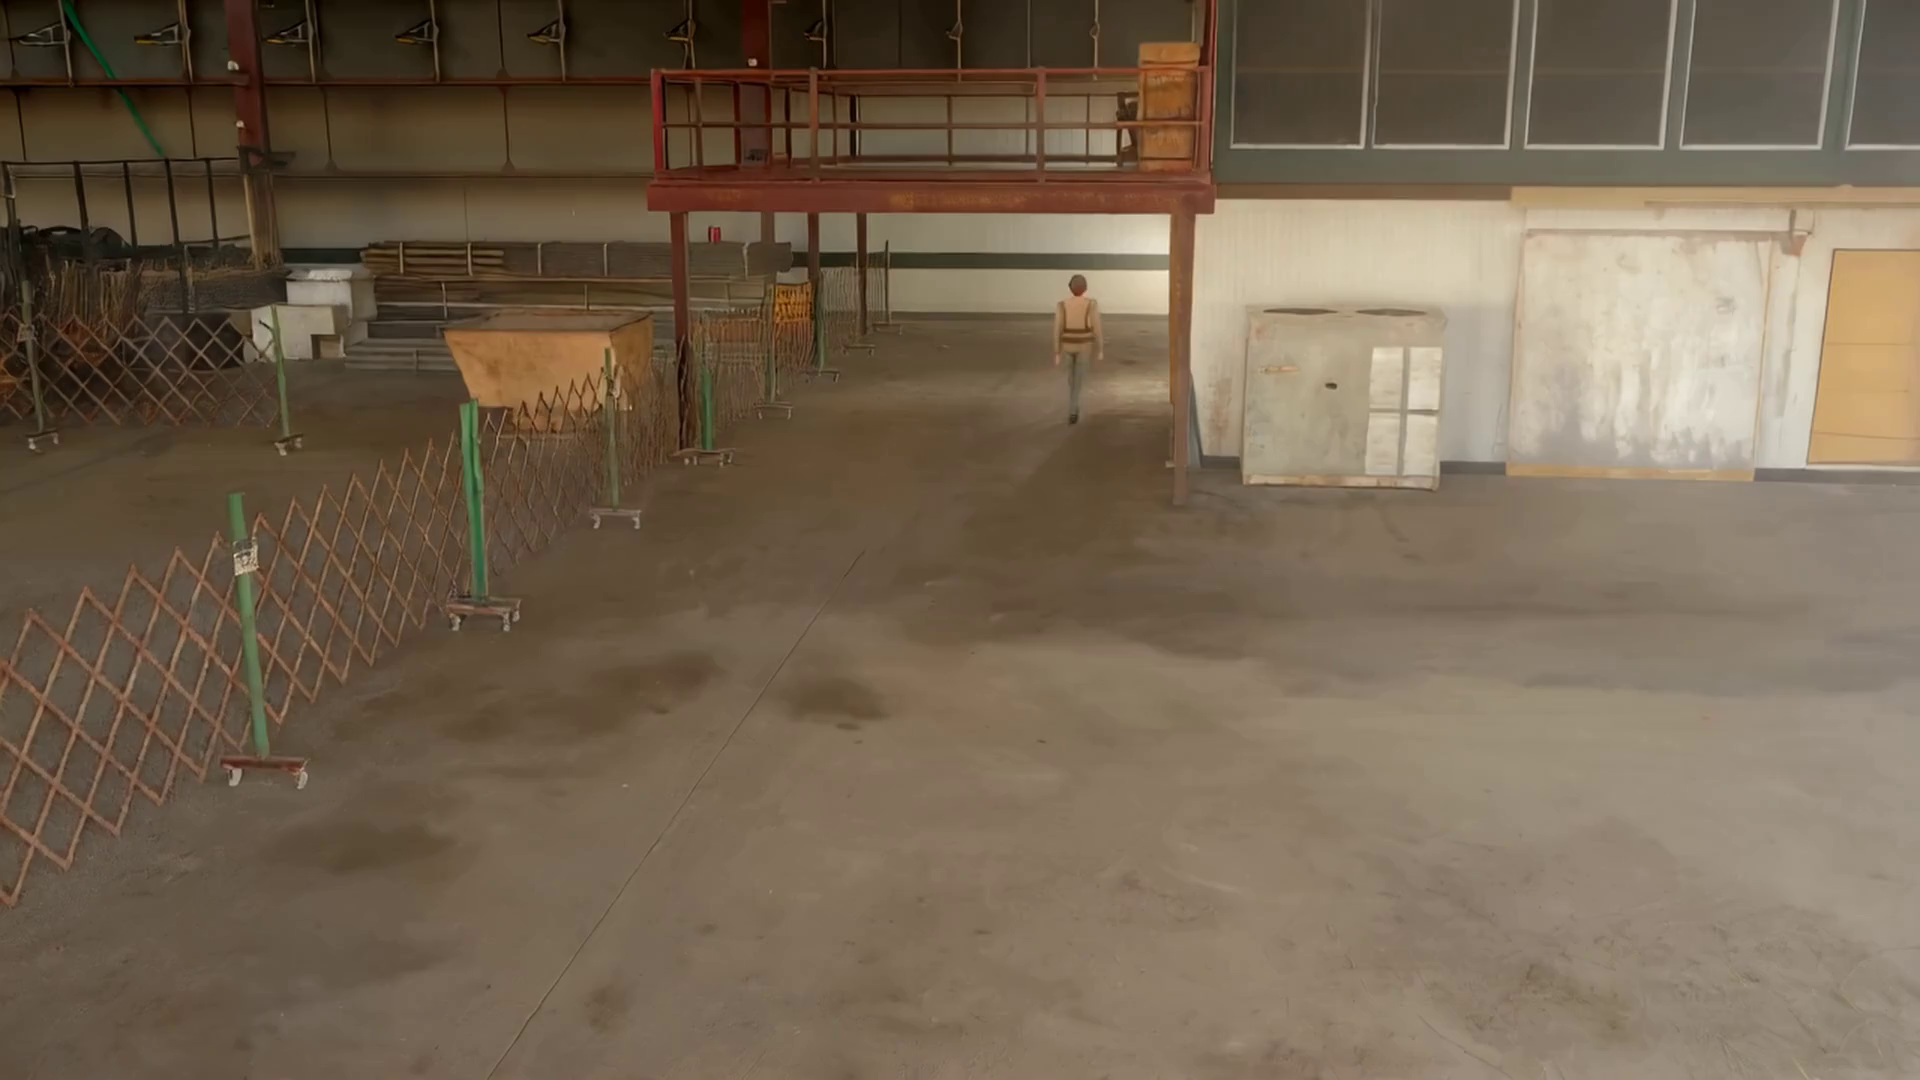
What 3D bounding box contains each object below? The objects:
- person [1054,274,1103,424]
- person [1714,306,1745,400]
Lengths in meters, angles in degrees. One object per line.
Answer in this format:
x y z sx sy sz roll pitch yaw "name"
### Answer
1.462 -2.385 20.747 0.583 1.837 0.999 4 14 17 "person"
9.064 -2.206 19.823 0.651 1.904 0.403 -5 15 -21 "person"
